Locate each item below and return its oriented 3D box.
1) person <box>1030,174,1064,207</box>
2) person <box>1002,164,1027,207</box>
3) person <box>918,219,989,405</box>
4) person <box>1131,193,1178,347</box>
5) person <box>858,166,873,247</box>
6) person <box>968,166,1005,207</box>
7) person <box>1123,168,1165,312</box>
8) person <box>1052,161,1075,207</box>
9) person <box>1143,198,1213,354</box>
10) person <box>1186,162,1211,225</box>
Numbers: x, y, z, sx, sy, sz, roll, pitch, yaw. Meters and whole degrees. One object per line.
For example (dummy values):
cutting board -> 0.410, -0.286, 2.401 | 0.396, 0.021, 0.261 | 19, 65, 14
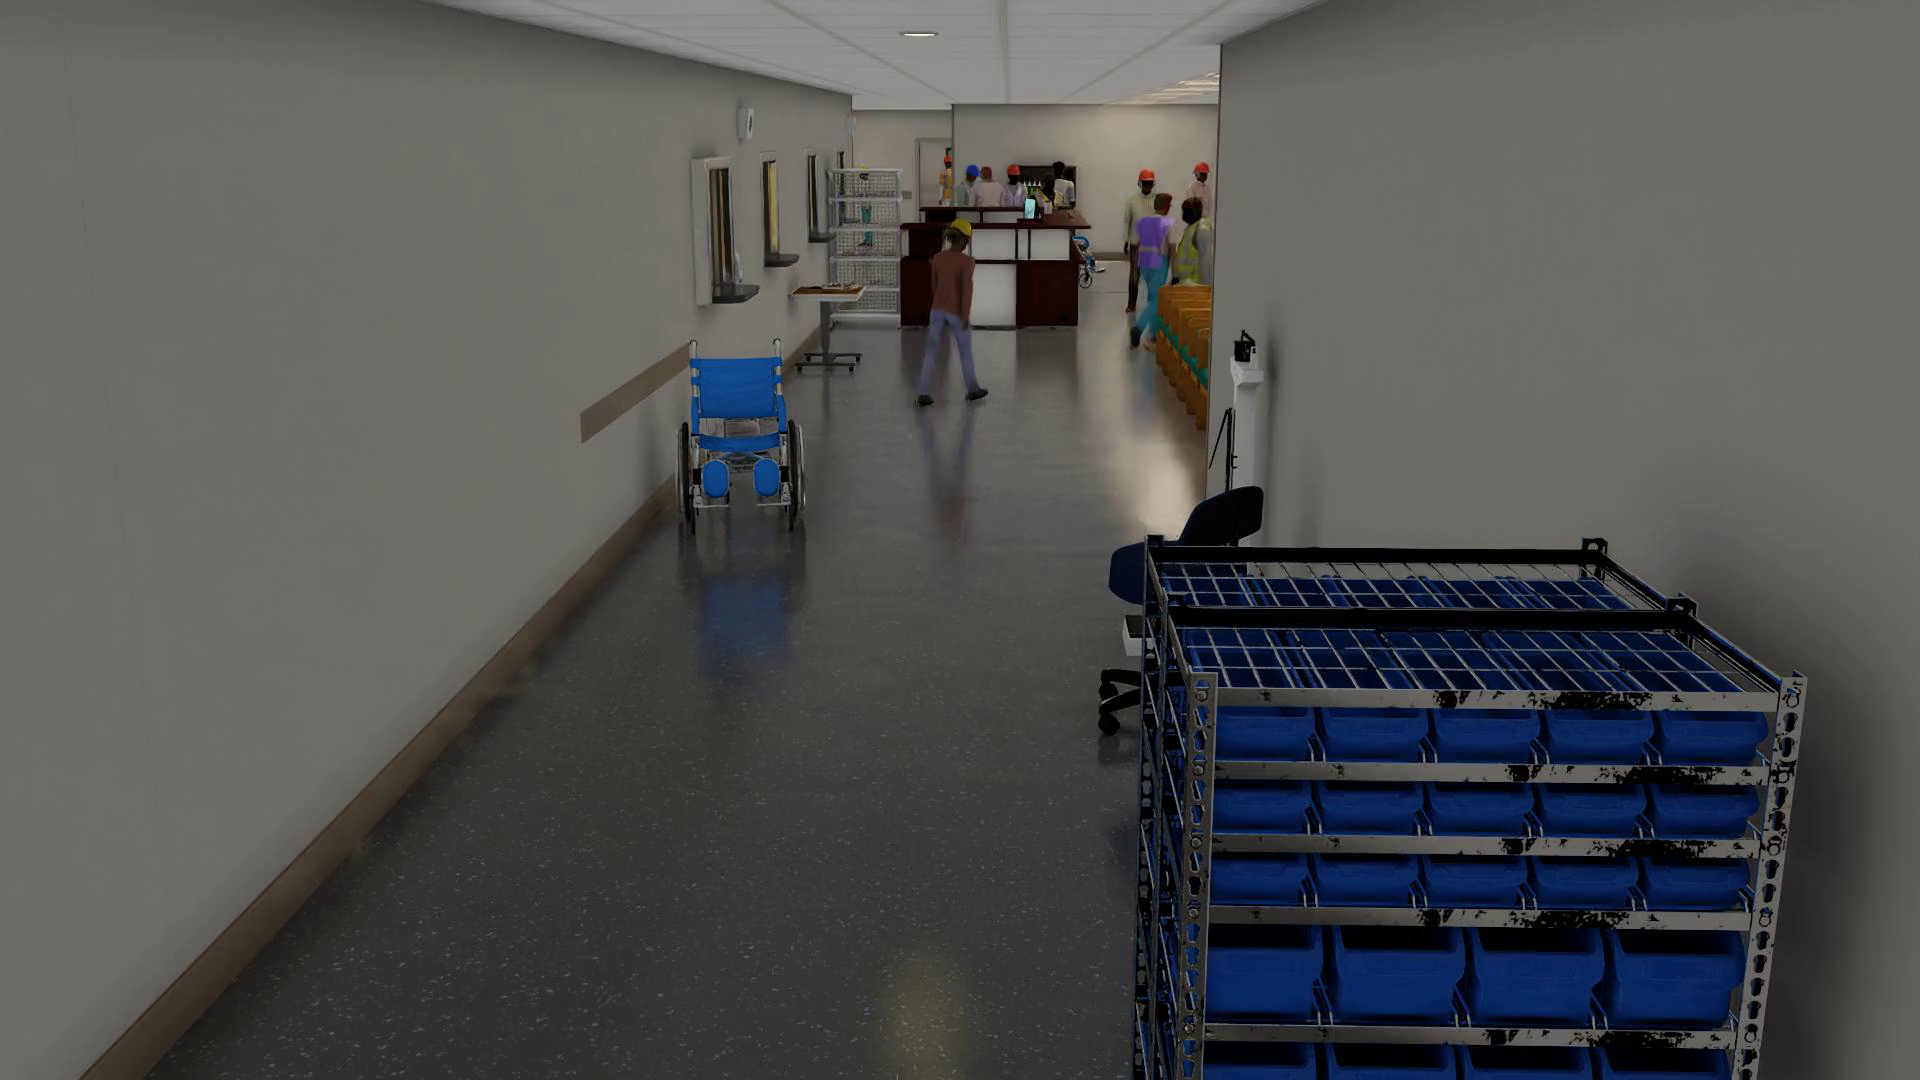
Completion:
person -> 1.417, -4.980, 26.874 | 0.628, 1.836, 0.429 | -7, 16, -27
person -> 0.951, -5.756, 29.828 | 0.545, 1.931, 0.380 | -2, 14, -8
person -> -0.089, -2.120, 15.515 | 0.552, 1.710, 0.853 | 10, 17, 34
person -> 2.276, -3.213, 19.779 | 0.847, 1.806, 0.610 | -13, 19, -43
person -> -2.094, -7.345, 36.620 | 0.321, 1.761, 0.522 | -4, 14, -16
person -> 0.422, -5.752, 29.875 | 0.663, 1.885, 0.699 | -5, 15, -20
person -> 2.587, -4.188, 23.315 | 0.612, 1.995, 0.381 | 3, 14, 11
person -> 1.778, -5.947, 30.529 | 0.660, 1.959, 0.382 | -2, 14, -6
person -> 2.595, -2.950, 18.731 | 0.990, 1.778, 0.647 | 1, 14, 2
person -> 4.075, -5.422, 28.324 | 0.390, 1.992, 0.624 | 11, 18, 39
